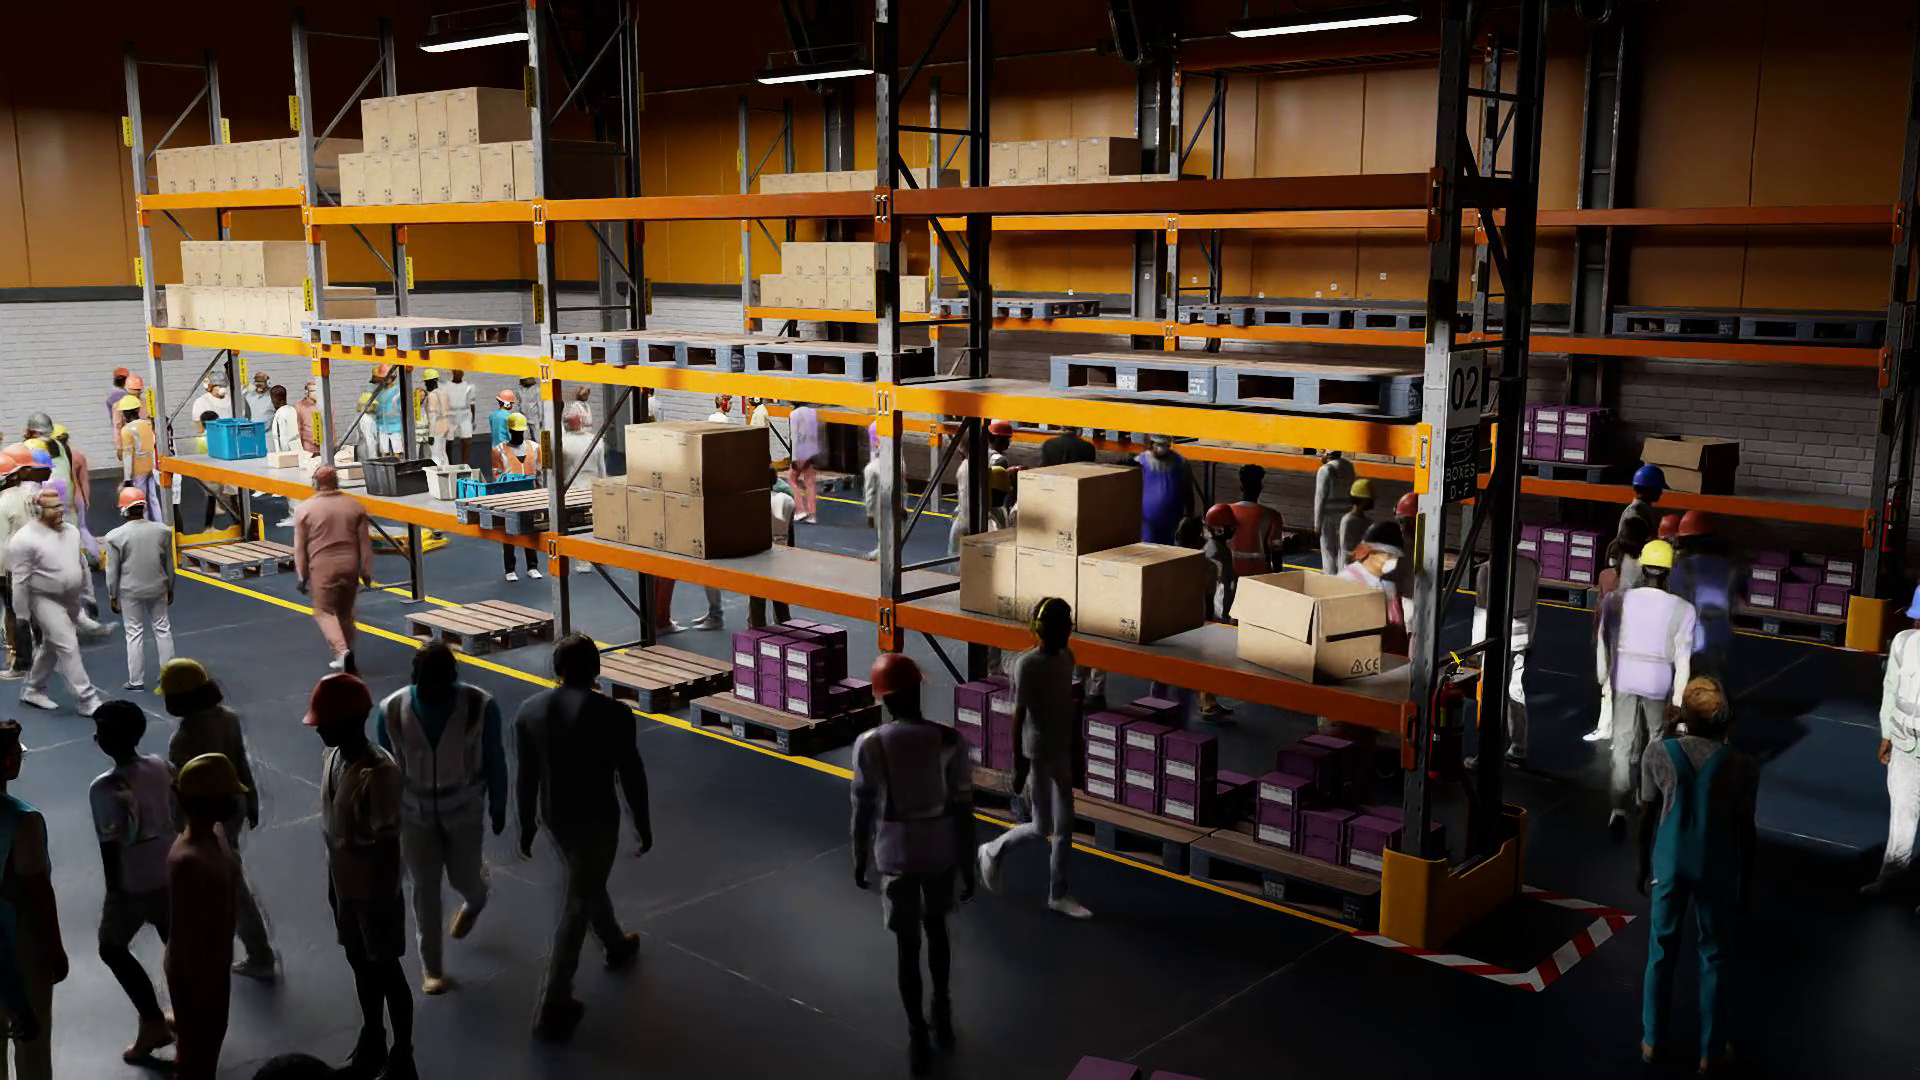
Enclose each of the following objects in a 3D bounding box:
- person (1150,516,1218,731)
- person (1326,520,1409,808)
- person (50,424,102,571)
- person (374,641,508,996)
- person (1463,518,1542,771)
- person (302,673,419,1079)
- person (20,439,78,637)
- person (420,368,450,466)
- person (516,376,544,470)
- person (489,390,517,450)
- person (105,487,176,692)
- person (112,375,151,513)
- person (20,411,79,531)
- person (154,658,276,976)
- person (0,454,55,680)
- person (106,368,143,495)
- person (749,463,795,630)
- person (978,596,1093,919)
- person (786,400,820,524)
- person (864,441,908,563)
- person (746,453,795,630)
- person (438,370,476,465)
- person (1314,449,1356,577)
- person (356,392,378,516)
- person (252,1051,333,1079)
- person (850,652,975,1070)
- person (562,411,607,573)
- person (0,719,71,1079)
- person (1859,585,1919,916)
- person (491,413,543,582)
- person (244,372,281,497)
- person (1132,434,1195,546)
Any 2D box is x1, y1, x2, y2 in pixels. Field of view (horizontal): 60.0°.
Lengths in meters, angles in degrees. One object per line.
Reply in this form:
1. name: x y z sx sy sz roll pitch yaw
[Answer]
1. person: 1.613 0.711 12.339 0.546 1.800 0.909 0 10 1
2. person: 2.661 0.819 11.059 0.641 2.000 0.694 9 13 41
3. person: -10.292 -0.454 19.135 0.459 1.751 0.553 7 12 34
4. person: -2.668 1.367 8.598 0.650 1.819 0.648 -2 10 -13
5. person: 3.911 0.746 11.954 0.577 1.877 0.342 -6 12 -29
6. person: -2.673 1.525 7.391 0.544 1.931 0.387 9 13 41
7. person: -8.924 -0.020 16.128 0.594 1.924 0.382 -1 10 -5
8. person: -8.051 -1.676 25.537 0.400 1.915 0.589 0 10 -1
9. person: -7.253 -2.021 28.002 0.490 1.730 0.324 3 10 15
10. person: -6.475 -1.275 23.759 0.573 1.738 0.352 9 13 41
11. person: -6.987 0.414 14.188 0.350 1.744 0.566 9 13 42
12. person: -11.516 -1.322 23.304 0.399 1.989 0.623 7 12 36
13. person: -9.869 -0.404 17.976 0.560 2.000 0.697 6 12 32
14. person: -3.913 1.427 8.538 0.784 1.701 0.507 2 10 10
15. person: -8.263 0.233 14.542 0.408 1.986 0.618 0 10 1
16. person: -12.204 -1.529 24.473 0.685 1.997 0.670 3 11 19
17. person: -1.740 0.208 15.114 0.562 1.833 0.374 -8 13 -38
18. person: 0.455 1.209 9.409 0.636 1.854 0.515 8 13 39
19. person: -2.133 -1.150 22.628 0.533 1.880 0.621 7 12 34
20. person: -0.849 -0.353 18.550 0.533 1.733 0.590 9 14 42
21. person: -1.824 0.094 15.450 0.629 1.940 0.379 5 11 27
22. person: -8.292 -2.013 27.399 0.623 1.931 0.751 -4 11 -21
23. person: 3.957 -0.238 17.689 0.610 1.821 0.415 -9 13 -41
24. person: -8.312 -1.213 23.393 0.324 1.740 0.492 -7 12 -34
25. person: -1.494 2.142 3.981 0.601 1.901 0.720 -8 13 -37
26. person: -0.220 1.477 7.750 0.559 1.888 0.650 -2 10 -9
27. person: -4.467 -0.560 19.317 0.652 1.880 0.621 -8 13 -38
28. person: -3.957 1.654 6.890 0.566 1.847 0.389 4 11 20
29. person: 5.475 1.166 9.398 0.418 1.934 0.606 -5 11 -26
30. person: -4.976 -0.486 18.802 0.581 1.919 0.394 -7 12 -36
31. person: -10.472 -1.585 25.067 0.646 1.900 0.400 1 10 8
32. person: 2.082 -0.291 17.336 0.693 2.000 1.031 -2 10 -10
